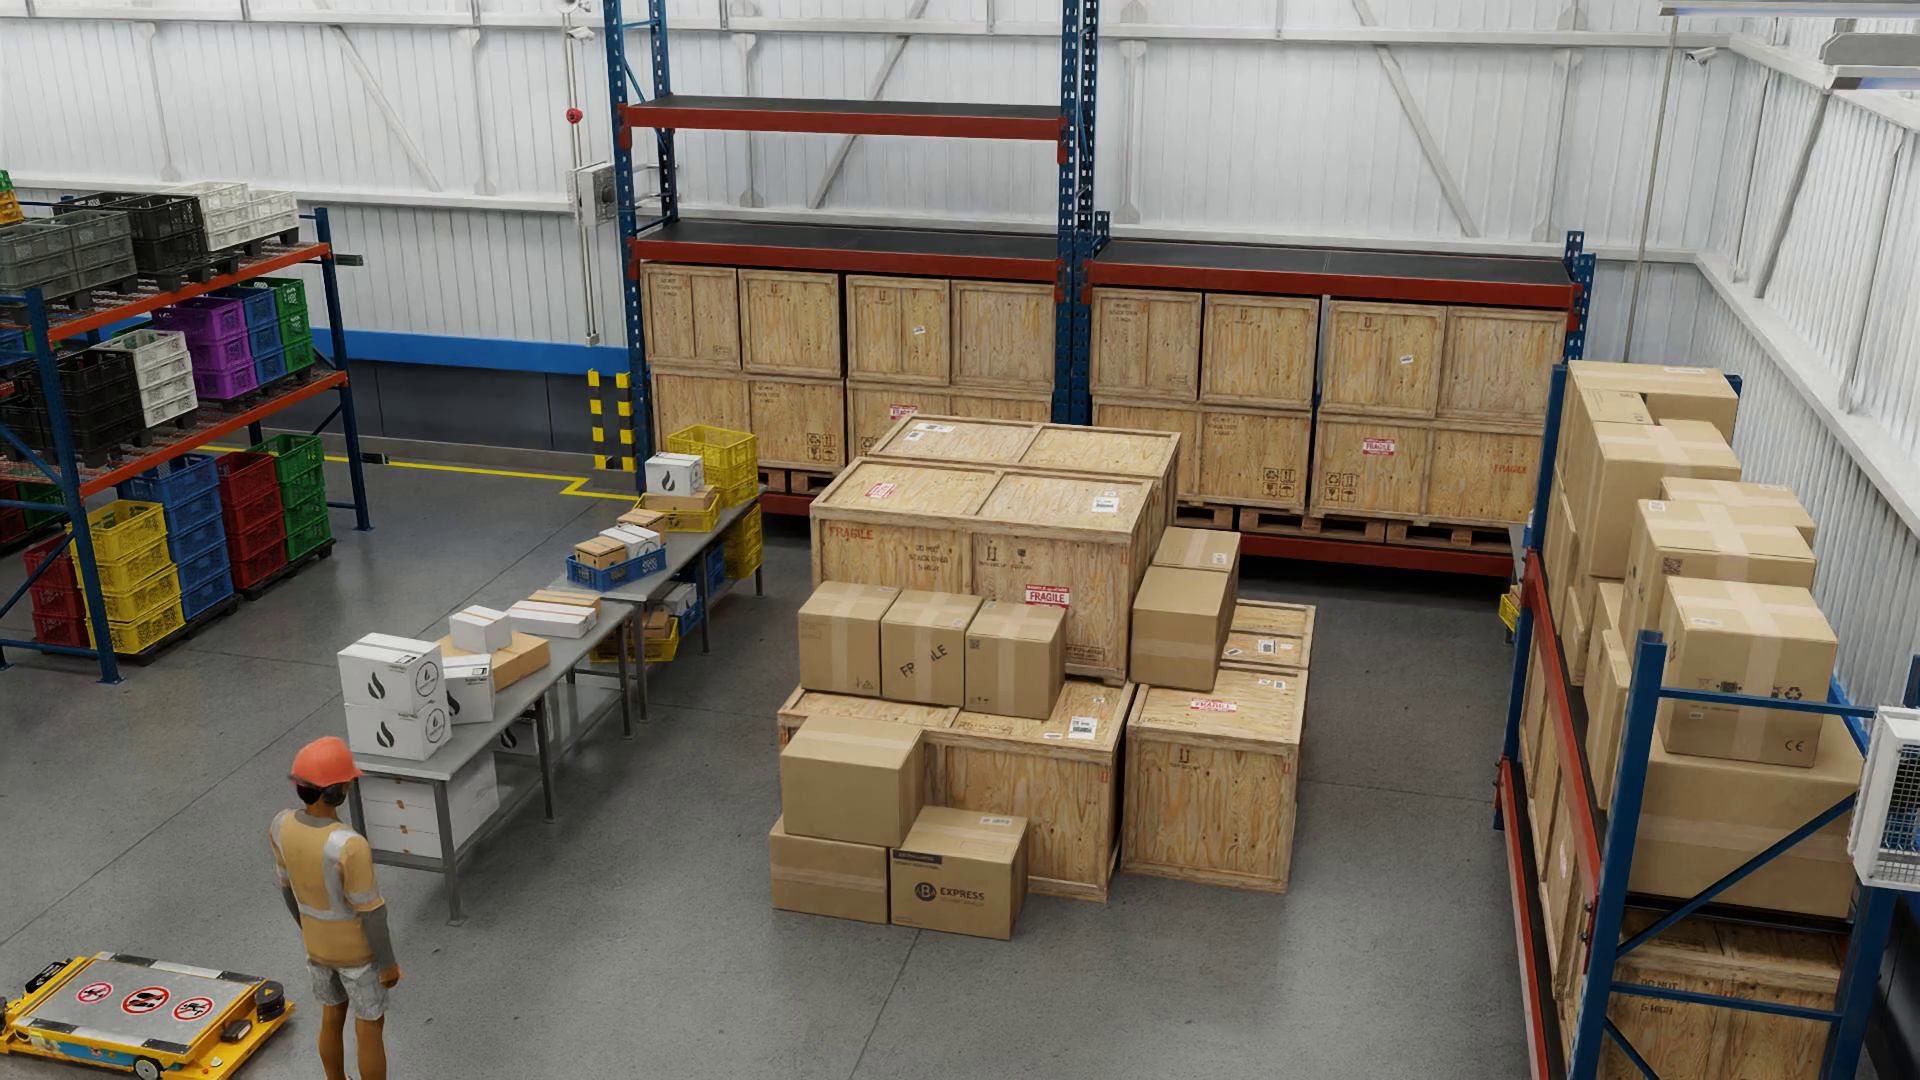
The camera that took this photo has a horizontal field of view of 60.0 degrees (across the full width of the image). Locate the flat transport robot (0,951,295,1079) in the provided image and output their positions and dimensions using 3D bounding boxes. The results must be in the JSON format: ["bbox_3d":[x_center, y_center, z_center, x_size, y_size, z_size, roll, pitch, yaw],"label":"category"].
[{"bbox_3d":[-4.270,2.464,8.601,1.431,0.231,0.659,5,22,13],"label":"flat transport robot"}]

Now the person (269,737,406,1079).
[{"bbox_3d":[-2.846,1.851,7.727,0.606,2.040,0.375,11,24,27],"label":"person"}]
